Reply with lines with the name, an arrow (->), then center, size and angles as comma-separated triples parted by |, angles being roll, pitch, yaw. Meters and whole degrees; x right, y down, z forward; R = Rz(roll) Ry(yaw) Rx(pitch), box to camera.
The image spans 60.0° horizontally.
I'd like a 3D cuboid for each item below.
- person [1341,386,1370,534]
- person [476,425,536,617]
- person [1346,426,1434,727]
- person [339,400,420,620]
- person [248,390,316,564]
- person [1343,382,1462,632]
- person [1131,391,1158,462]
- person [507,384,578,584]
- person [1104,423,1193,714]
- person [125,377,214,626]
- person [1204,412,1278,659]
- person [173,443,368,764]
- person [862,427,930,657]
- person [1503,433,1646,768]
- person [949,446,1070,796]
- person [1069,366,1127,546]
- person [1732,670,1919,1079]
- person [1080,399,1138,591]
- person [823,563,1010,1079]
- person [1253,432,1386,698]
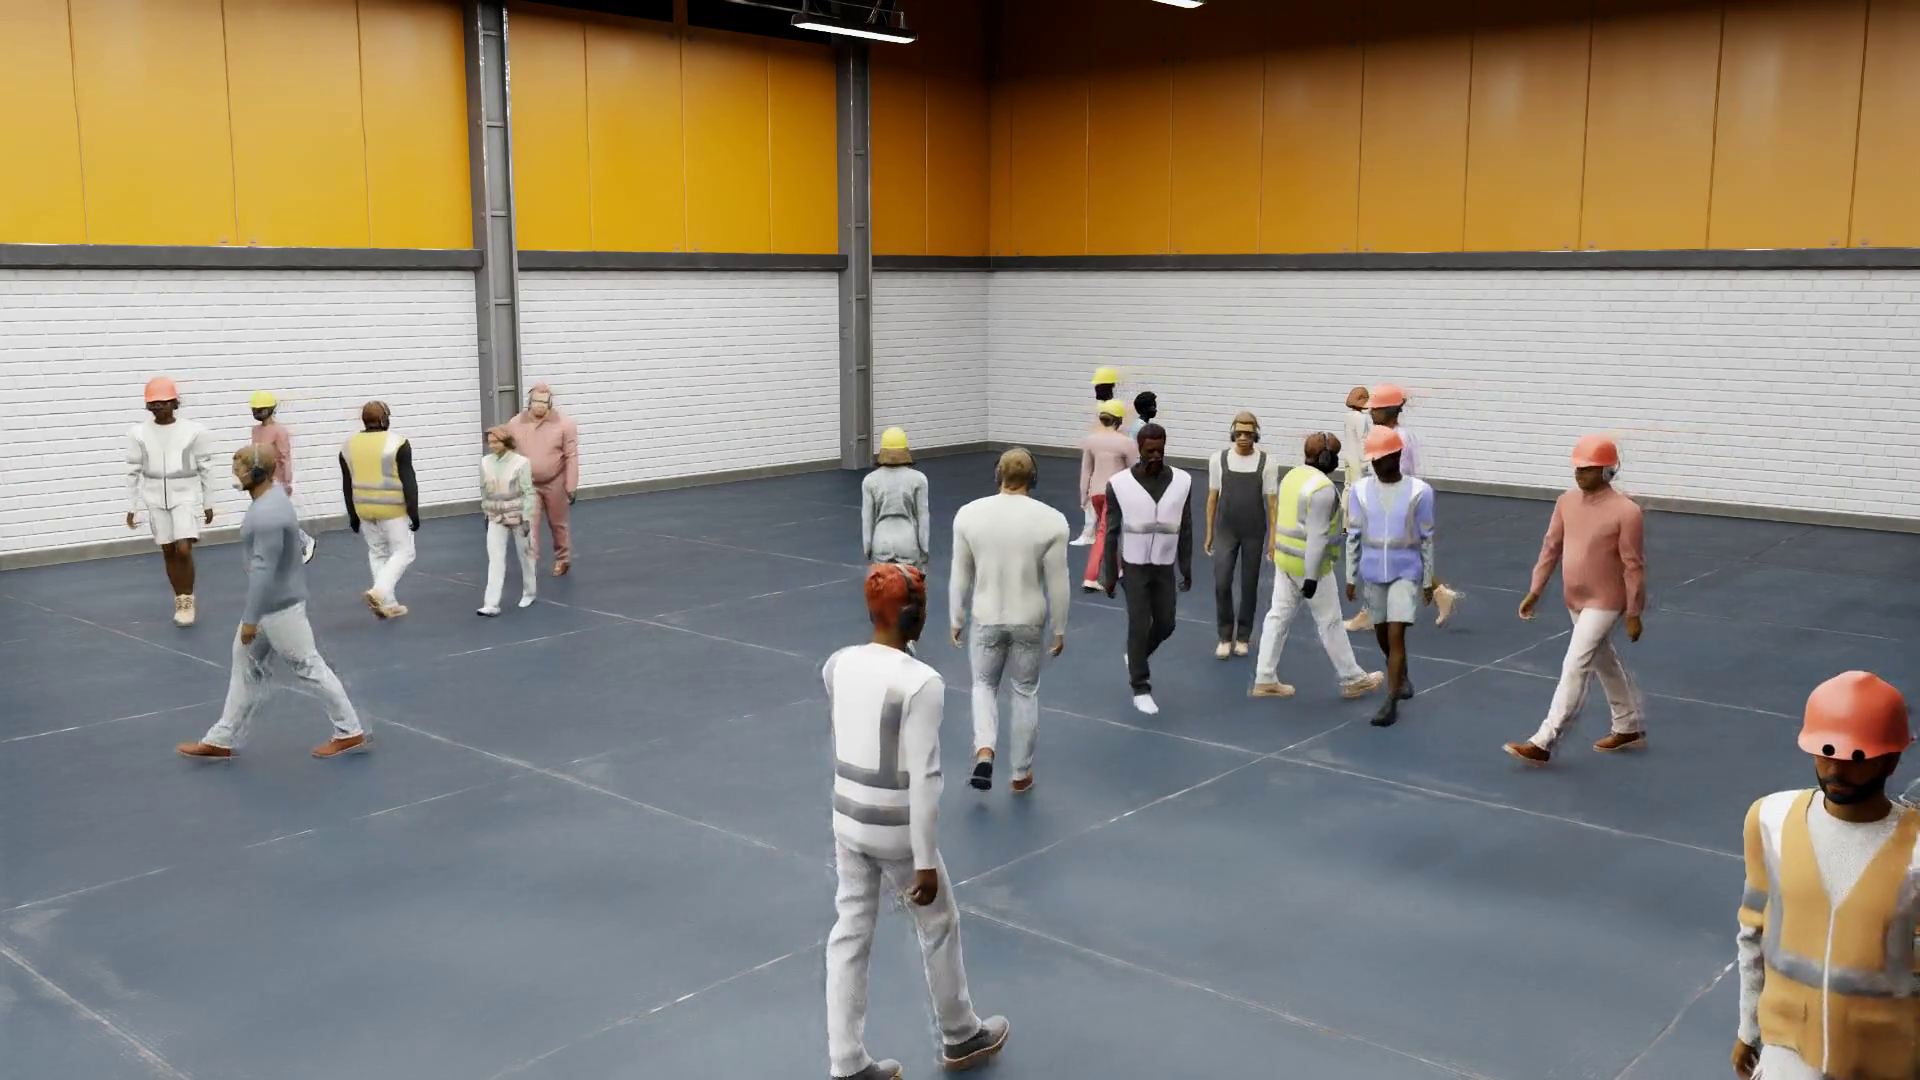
person -> 4.308, -0.846, 18.037 | 0.281, 1.636, 0.500 | -1, 9, -8
person -> -3.789, -0.169, 13.915 | 0.531, 1.587, 0.867 | 2, 9, 13
person -> 2.789, 0.190, 10.756 | 0.552, 1.896, 0.917 | 5, 10, 26
person -> -4.730, -0.220, 13.529 | 0.634, 1.827, 0.618 | 2, 9, 14
person -> -6.538, -0.567, 15.910 | 0.533, 1.751, 0.487 | 7, 11, 36
person -> 3.485, -0.245, 13.102 | 0.898, 2.008, 0.611 | 1, 9, 9
person -> 1.806, -0.619, 16.420 | 0.317, 1.695, 0.540 | 0, 9, 2
person -> -3.847, -0.511, 15.309 | 0.687, 1.857, 1.021 | -1, 9, -5
person -> 1.213, 0.158, 10.930 | 0.627, 1.894, 0.590 | -3, 9, -16
person -> -6.370, -0.295, 13.361 | 0.625, 2.016, 0.694 | -2, 9, -11
person -> 2.059, -0.016, 12.213 | 0.541, 1.828, 0.633 | 2, 9, 12
person -> -3.990, 0.376, 9.616 | 1.062, 1.882, 0.647 | -4, 10, -24
person -> -0.468, 0.036, 12.167 | 0.503, 1.731, 0.379 | 1, 9, 5
person -> 3.636, 0.347, 9.646 | 1.066, 1.938, 0.623 | -3, 10, -18
person -> 0.259, 0.458, 8.963 | 0.675, 1.919, 0.520 | 1, 9, 8
person -> 1.613, -0.878, 17.444 | 0.898, 1.895, 0.591 | -4, 10, -23
person -> 2.201, 1.244, 4.146 | 0.558, 1.890, 0.977 | 8, 12, 43
person -> 1.353, -0.414, 15.084 | 0.517, 1.713, 0.963 | 7, 12, 38
person -> -0.156, 0.990, 5.812 | 0.854, 1.852, 0.612 | -9, 13, -44
person -> 2.408, 0.175, 11.137 | 0.940, 1.792, 0.640 | -3, 9, -17
